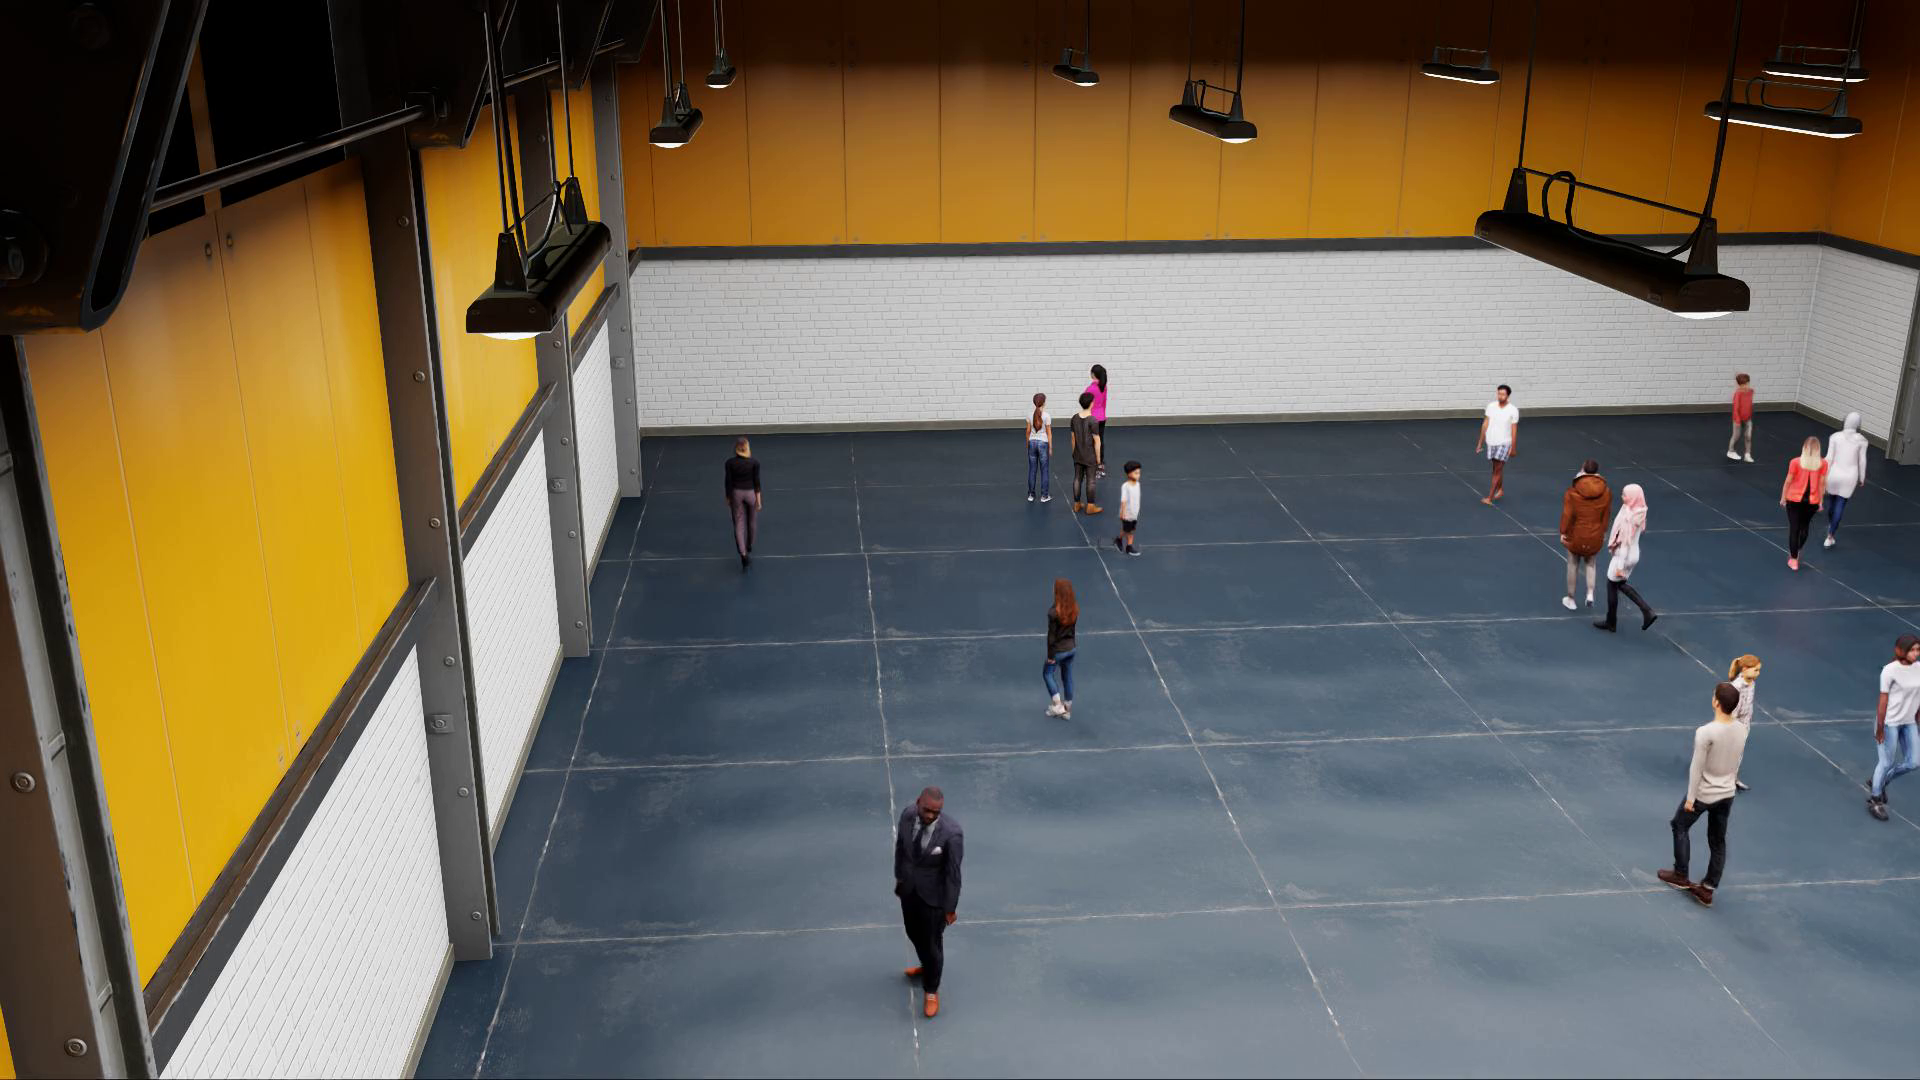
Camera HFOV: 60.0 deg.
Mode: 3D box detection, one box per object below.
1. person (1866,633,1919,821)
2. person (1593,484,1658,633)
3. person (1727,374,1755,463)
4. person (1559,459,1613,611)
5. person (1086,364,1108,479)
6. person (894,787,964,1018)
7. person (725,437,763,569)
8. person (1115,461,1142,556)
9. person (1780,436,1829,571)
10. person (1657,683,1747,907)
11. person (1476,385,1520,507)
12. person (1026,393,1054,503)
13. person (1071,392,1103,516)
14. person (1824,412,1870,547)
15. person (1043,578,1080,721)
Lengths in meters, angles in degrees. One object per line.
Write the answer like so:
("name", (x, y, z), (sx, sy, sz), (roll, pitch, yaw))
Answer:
("person", (8.197, 1.604, 14.664), (0.633, 1.713, 0.678), (-4, 19, -11))
("person", (7.516, 0.249, 18.579), (1.054, 1.782, 0.976), (17, 25, 42))
("person", (12.001, -1.886, 25.554), (0.630, 1.377, 0.795), (-7, 20, -21))
("person", (7.281, -0.029, 19.327), (0.742, 1.832, 0.759), (1, 19, 2))
("person", (2.027, -1.780, 24.730), (0.720, 1.700, 0.776), (-17, 25, -40))
("person", (-0.242, 2.509, 11.857), (0.994, 1.788, 0.951), (-16, 24, -39))
("person", (-2.716, -0.432, 20.847), (0.631, 1.624, 1.047), (-2, 19, -7))
("person", (2.142, -0.418, 21.391), (0.633, 1.250, 0.697), (-15, 24, -38))
("person", (10.560, -0.440, 20.791), (0.766, 1.675, 0.929), (4, 19, 11))
("person", (5.987, 2.049, 13.126), (0.778, 1.850, 0.809), (-6, 19, -17))
("person", (7.652, -1.364, 23.496), (1.088, 1.700, 1.101), (-16, 24, -40))
("person", (1.120, -1.334, 23.624), (0.616, 1.562, 0.638), (8, 20, 22))
("person", (1.741, -1.213, 23.017), (0.705, 1.719, 0.761), (15, 23, 37))
("person", (11.454, -0.750, 21.628), (1.089, 1.729, 1.176), (14, 23, 35))
("person", (1.056, 1.099, 16.535), (0.642, 1.474, 0.668), (-13, 23, -34))
